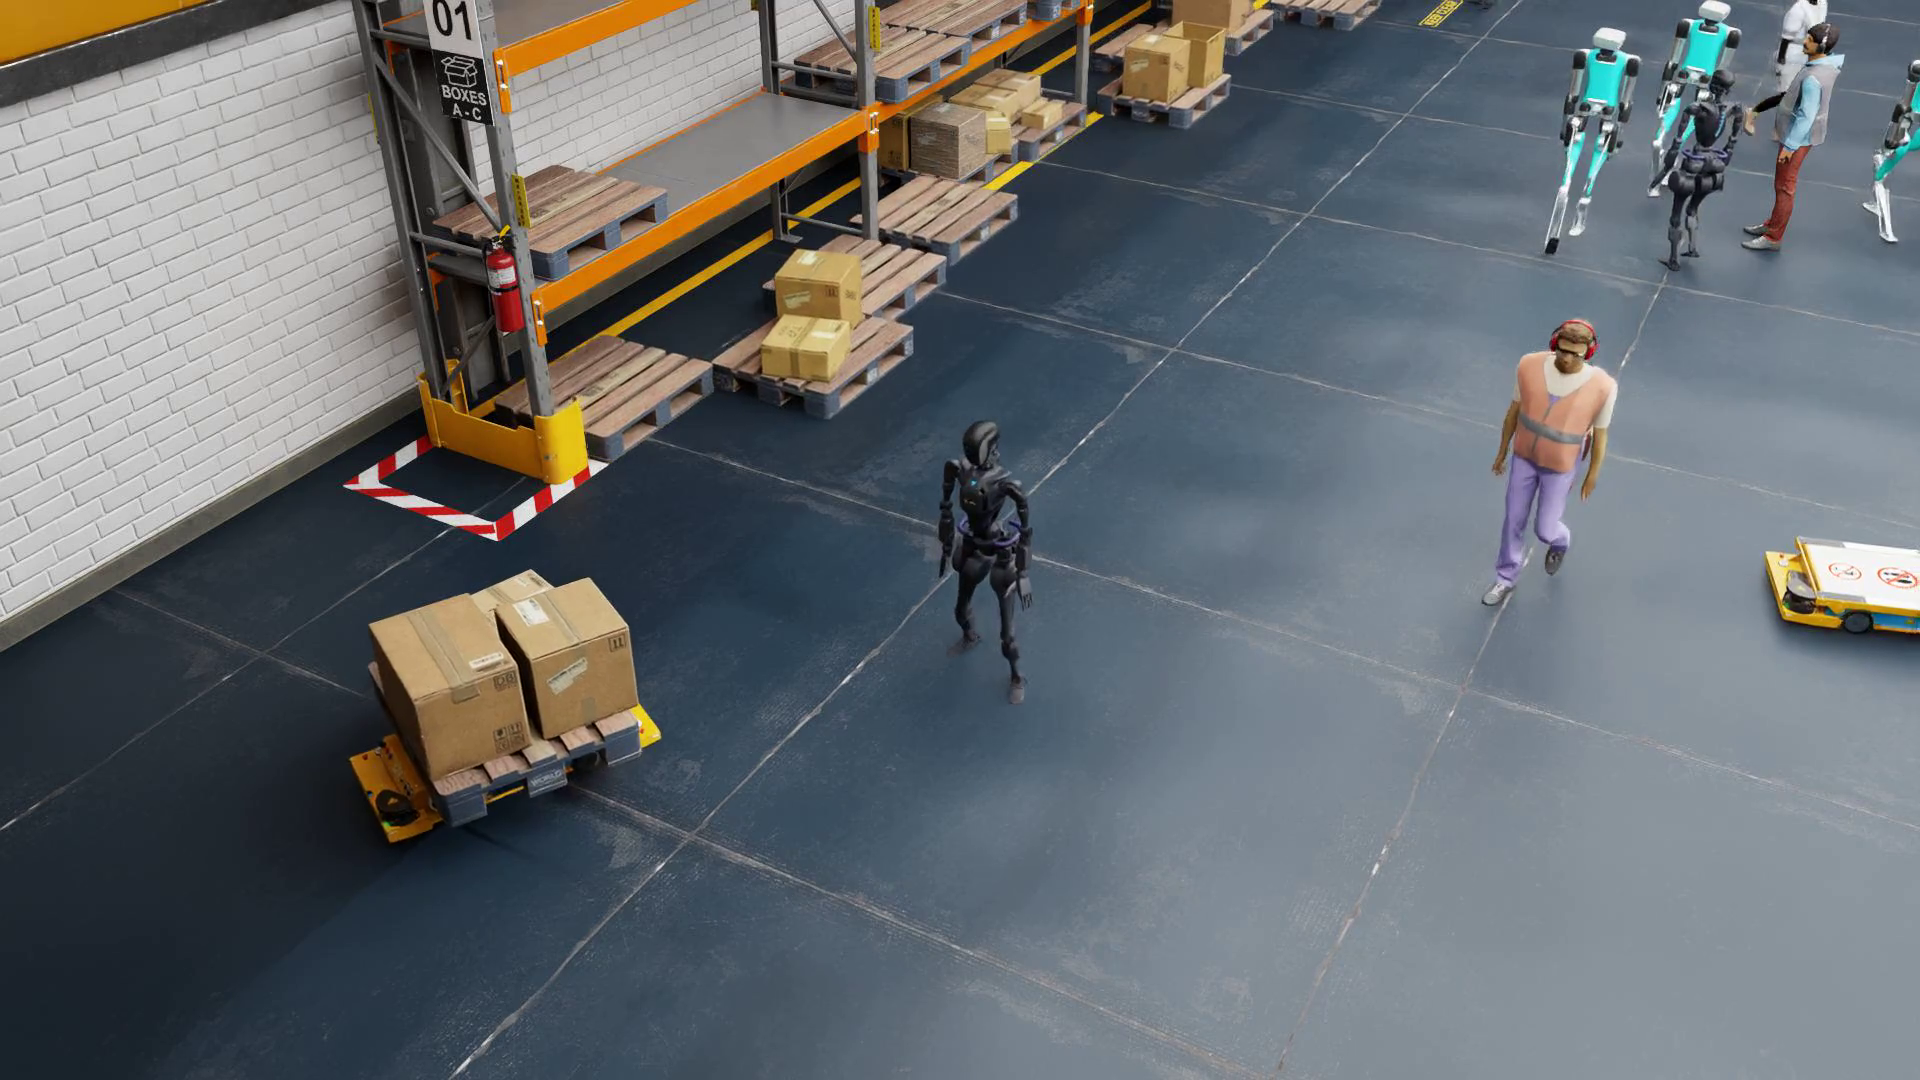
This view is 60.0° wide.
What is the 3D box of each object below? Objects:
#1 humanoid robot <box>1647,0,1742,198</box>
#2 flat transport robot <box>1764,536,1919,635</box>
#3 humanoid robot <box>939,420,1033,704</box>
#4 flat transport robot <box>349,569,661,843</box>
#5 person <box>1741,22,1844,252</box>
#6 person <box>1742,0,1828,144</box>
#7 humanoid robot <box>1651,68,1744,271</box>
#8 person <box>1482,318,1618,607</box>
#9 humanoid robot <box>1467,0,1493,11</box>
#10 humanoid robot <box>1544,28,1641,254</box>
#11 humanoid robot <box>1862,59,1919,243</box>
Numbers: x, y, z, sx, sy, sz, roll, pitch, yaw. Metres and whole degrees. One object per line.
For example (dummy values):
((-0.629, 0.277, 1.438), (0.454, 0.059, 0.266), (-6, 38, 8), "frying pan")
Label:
((6.329, -3.757, 14.544), (0.556, 1.759, 1.042), (19, 38, 26), "humanoid robot")
((5.507, 0.315, 9.671), (1.431, 0.231, 0.659), (7, 34, 11), "flat transport robot")
((0.170, 0.069, 8.794), (0.596, 1.634, 0.395), (20, 38, 27), "humanoid robot")
((-2.339, 1.045, 8.567), (1.431, 0.231, 0.659), (-20, 38, -27), "flat transport robot")
((6.888, -3.304, 13.684), (0.411, 1.883, 0.534), (15, 36, 21), "person")
((7.904, -4.576, 15.789), (0.535, 1.686, 0.460), (-22, 40, -30), "person")
((5.909, -2.978, 13.381), (0.589, 1.651, 0.338), (-5, 34, -8), "humanoid robot")
((3.348, -0.462, 9.440), (0.577, 1.827, 0.561), (26, 42, 34), "person")
((6.251, -7.109, 19.654), (0.445, 1.680, 0.598), (24, 40, 32), "humanoid robot")
((5.134, -3.226, 13.723), (0.548, 1.793, 0.918), (18, 37, 25), "humanoid robot")
((7.946, -3.459, 14.071), (0.557, 1.776, 0.913), (-5, 34, -8), "humanoid robot")
